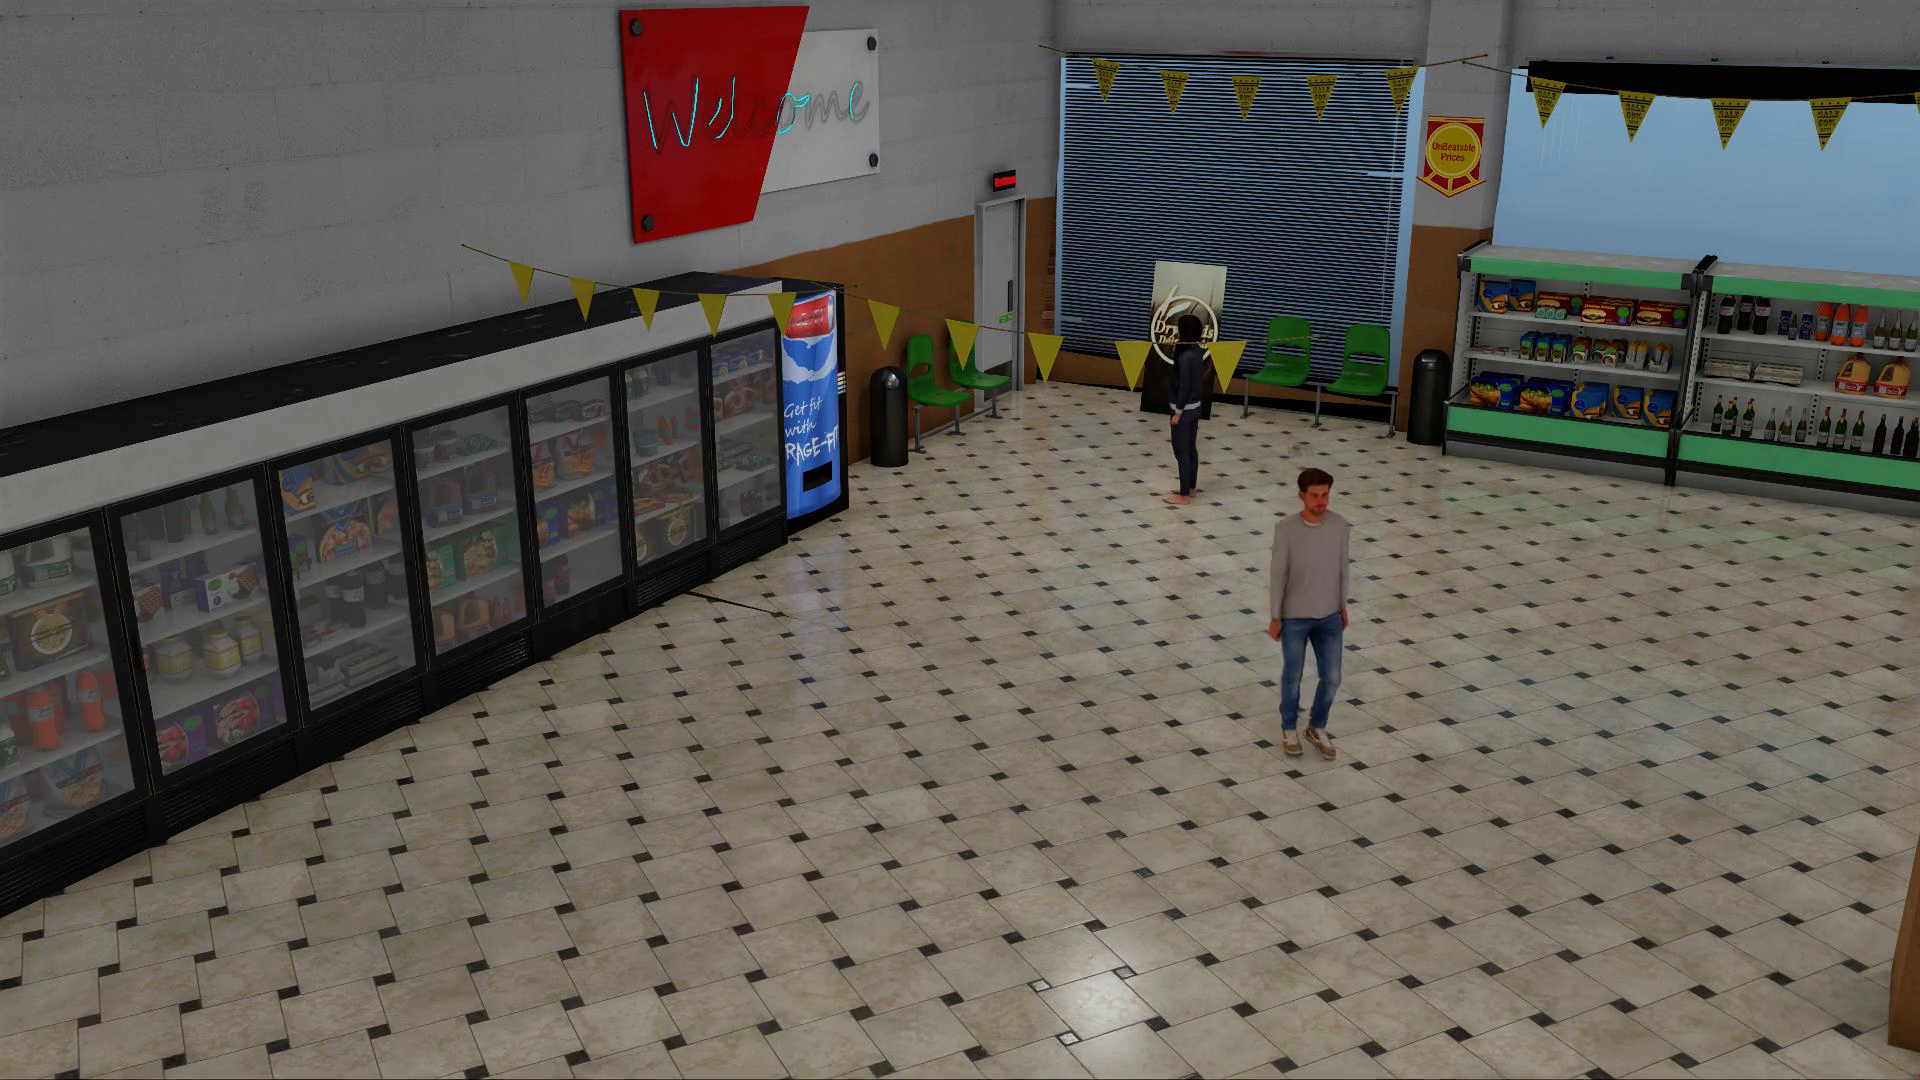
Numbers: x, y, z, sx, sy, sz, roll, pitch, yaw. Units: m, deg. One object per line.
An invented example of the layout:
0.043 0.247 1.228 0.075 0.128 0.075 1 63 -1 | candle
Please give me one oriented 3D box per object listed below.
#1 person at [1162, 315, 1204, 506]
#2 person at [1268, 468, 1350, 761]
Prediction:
2.103 -1.218 15.423 0.534 1.767 0.626 9 21 24 | person
2.141 0.429 10.356 0.799 1.884 0.888 -2 19 -6 | person
